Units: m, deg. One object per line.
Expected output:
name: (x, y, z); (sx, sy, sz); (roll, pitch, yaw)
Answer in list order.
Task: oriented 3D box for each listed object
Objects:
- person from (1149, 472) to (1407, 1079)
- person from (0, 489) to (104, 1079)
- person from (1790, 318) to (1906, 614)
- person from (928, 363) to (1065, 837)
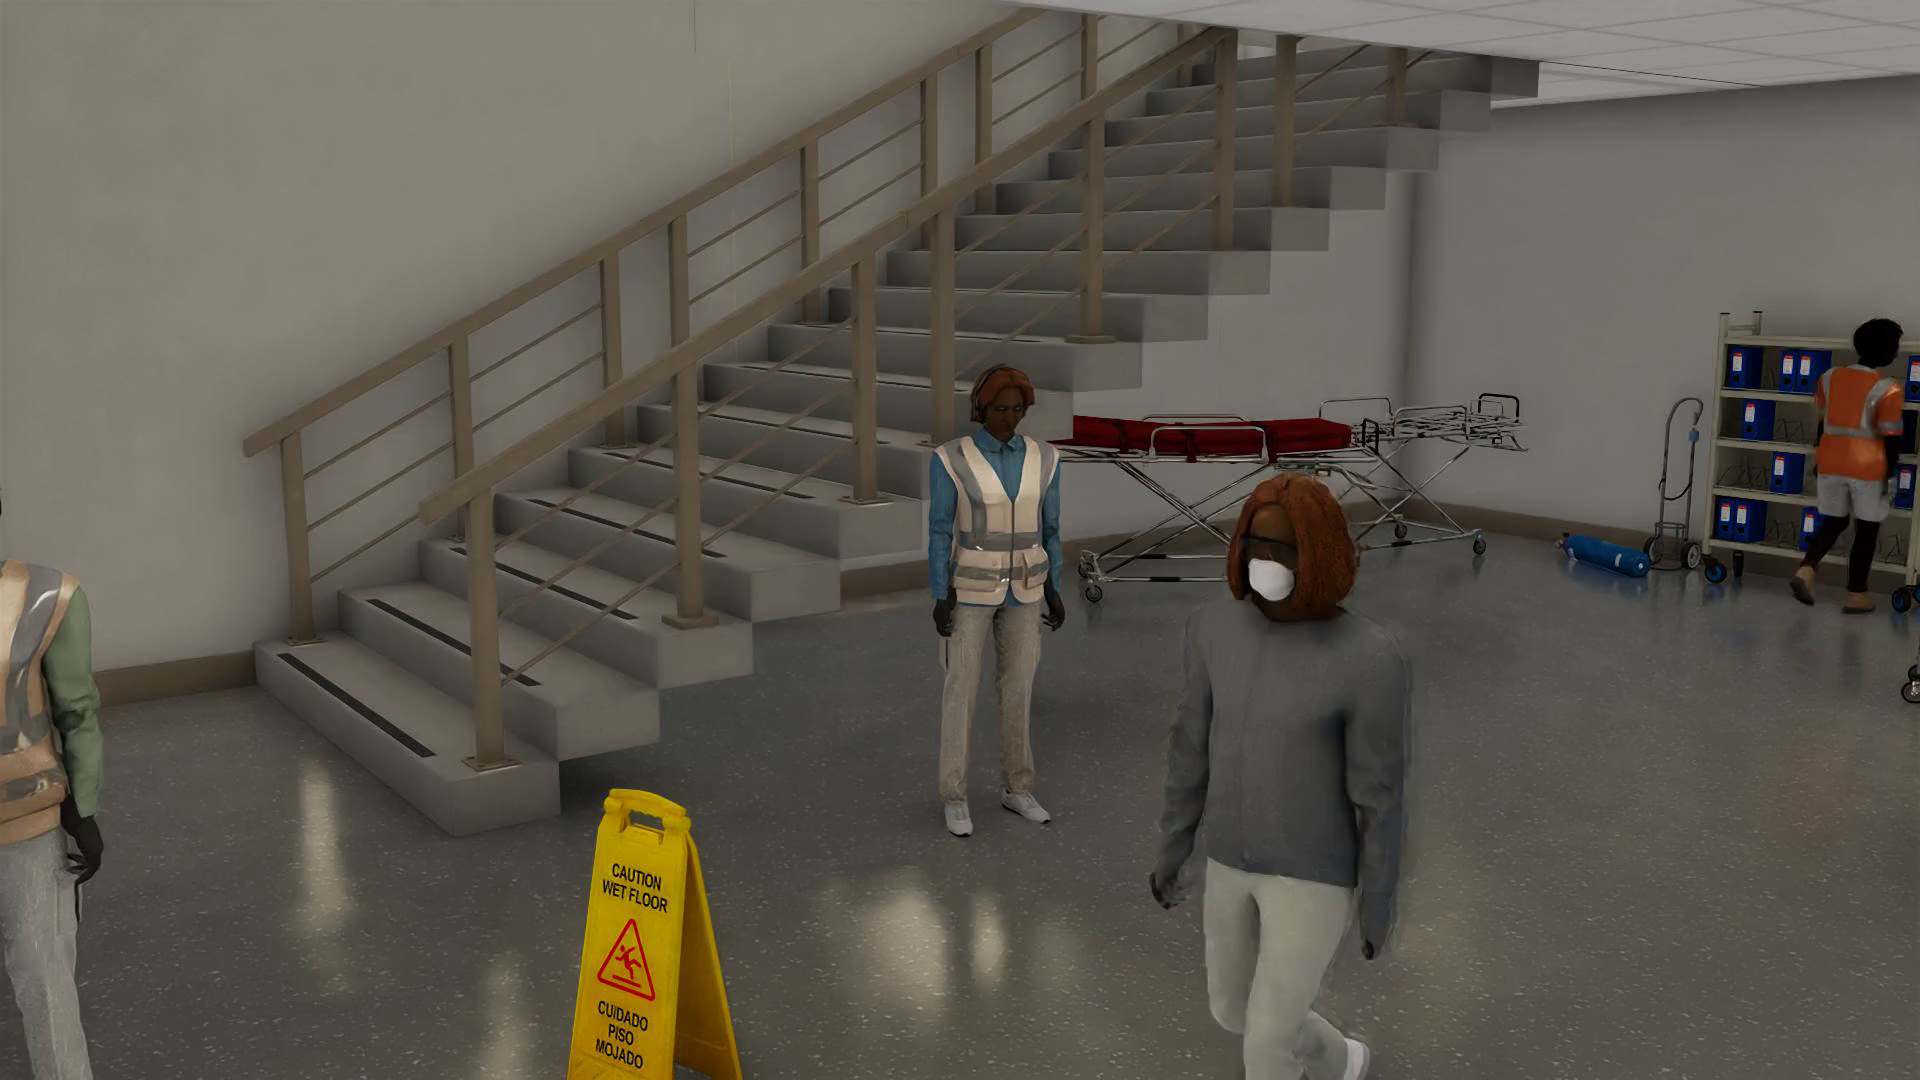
person: (0.678, 0.647, 3.359); (0.702, 1.607, 0.503); (-9, 13, -41)
person: (-2.066, 0.611, 3.483); (0.510, 1.639, 0.308); (-4, 11, -24)
person: (4.952, -0.393, 9.179); (0.490, 1.661, 0.552); (-5, 11, -26)
person: (0.126, 0.204, 5.822); (0.514, 1.640, 0.309); (-4, 11, -24)
